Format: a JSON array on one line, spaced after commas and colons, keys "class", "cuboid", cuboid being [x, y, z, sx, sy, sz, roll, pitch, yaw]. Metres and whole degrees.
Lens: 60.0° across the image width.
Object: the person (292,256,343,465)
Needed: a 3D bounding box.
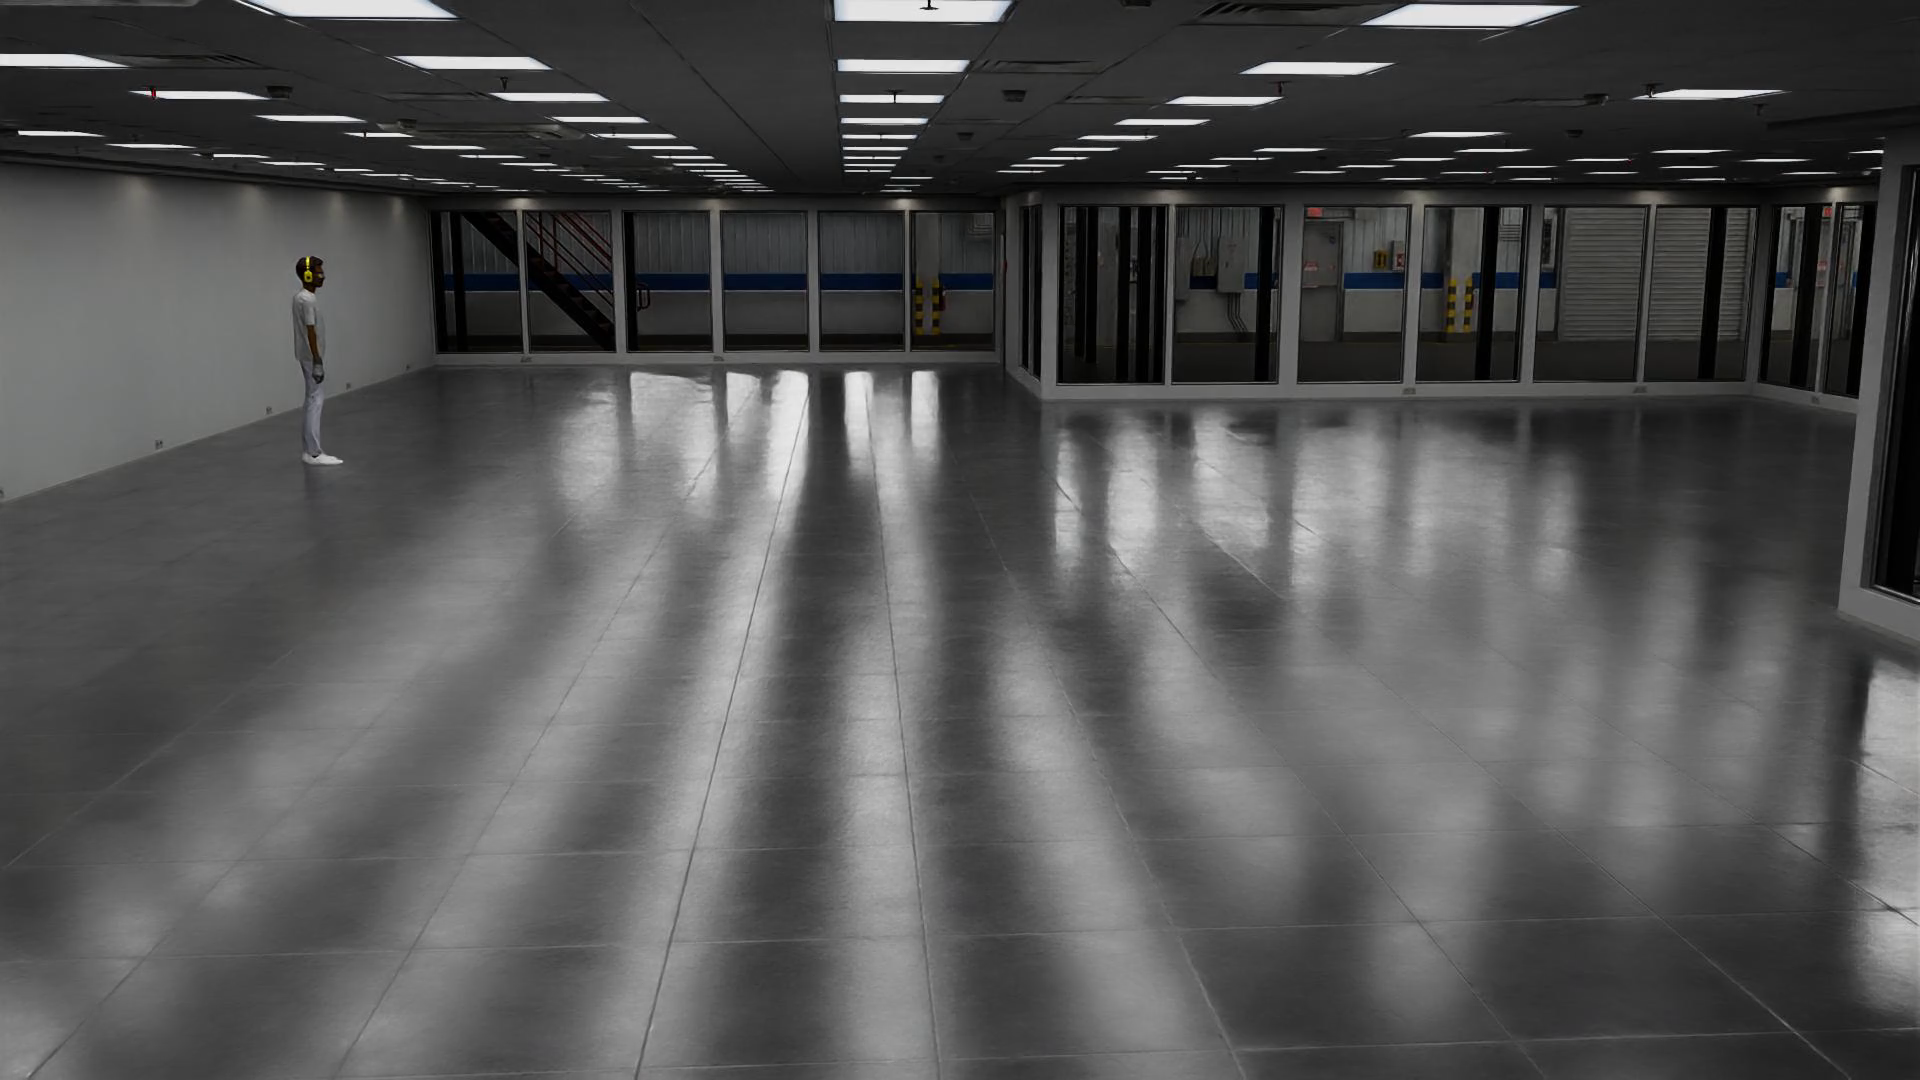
[{"class": "person", "cuboid": [-5.799, -1.602, 14.935, 0.311, 1.869, 0.532, -6, 12, -29]}]
